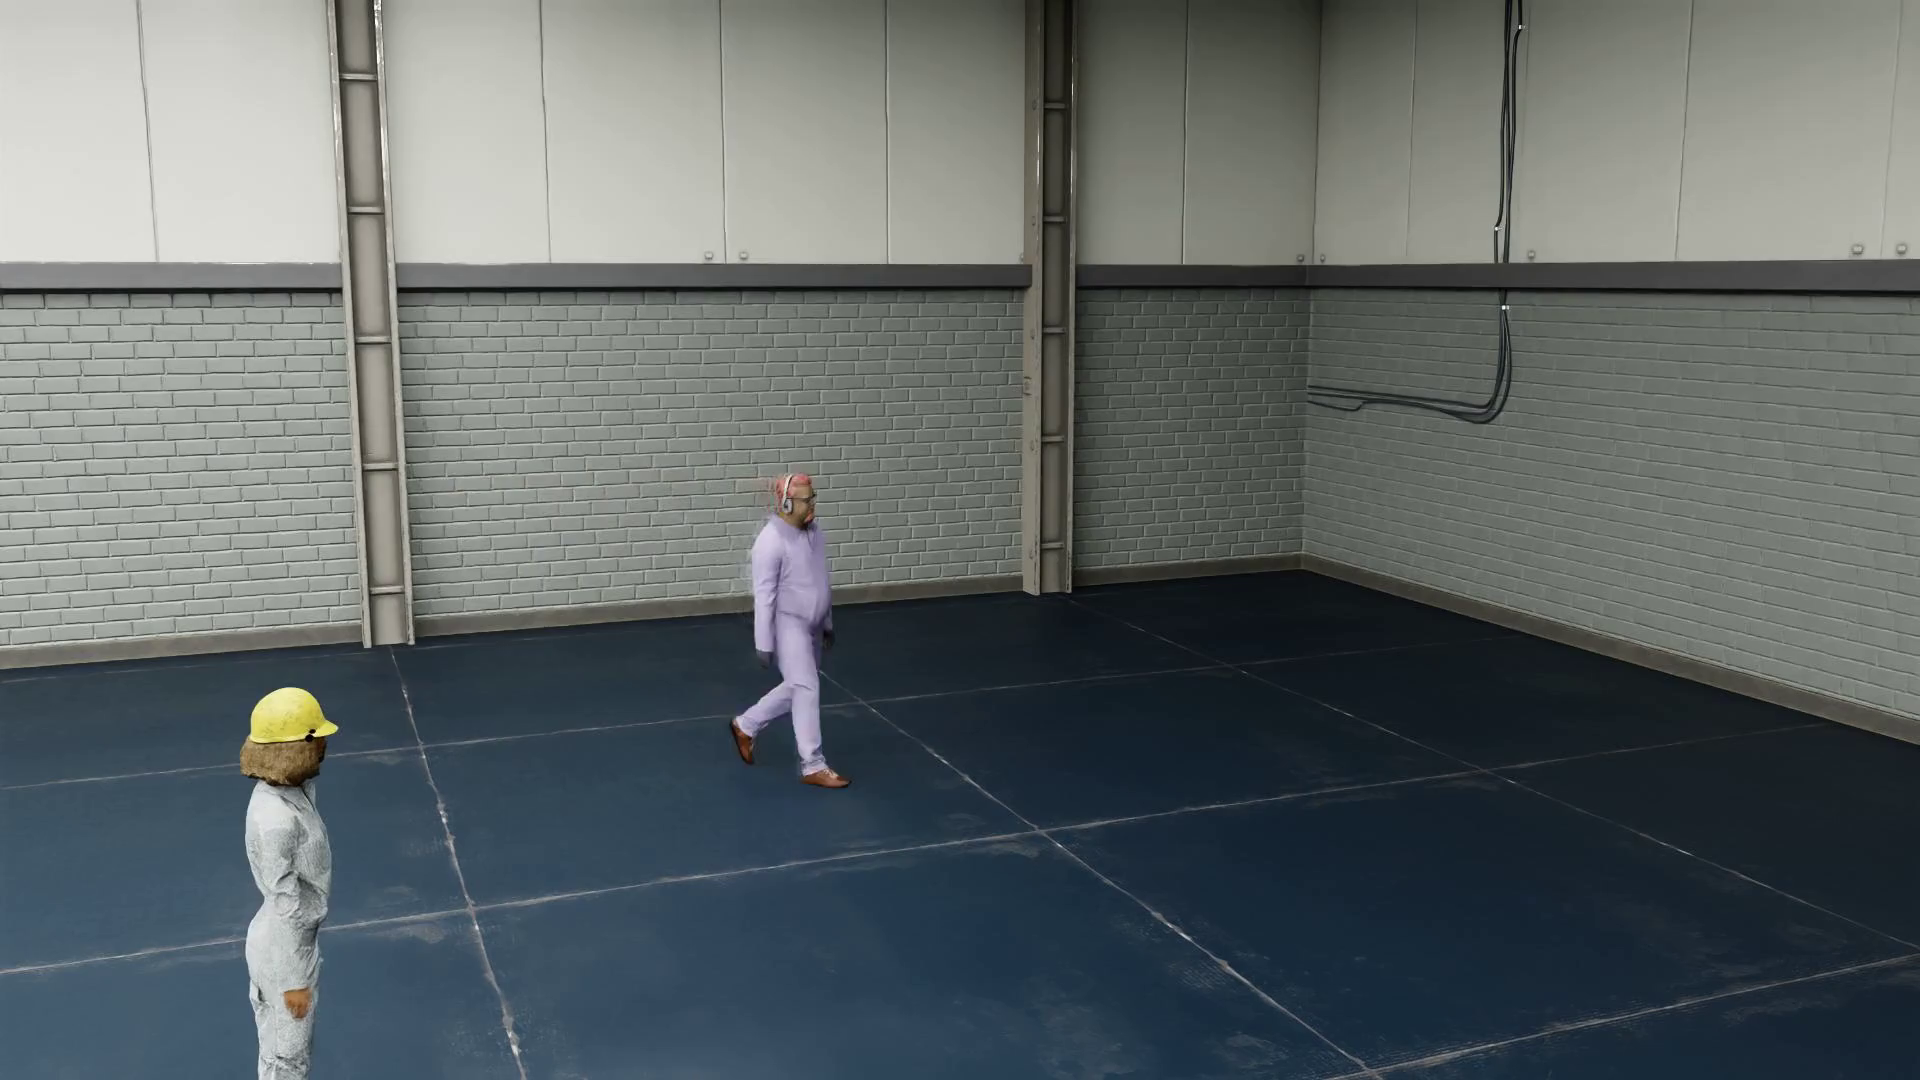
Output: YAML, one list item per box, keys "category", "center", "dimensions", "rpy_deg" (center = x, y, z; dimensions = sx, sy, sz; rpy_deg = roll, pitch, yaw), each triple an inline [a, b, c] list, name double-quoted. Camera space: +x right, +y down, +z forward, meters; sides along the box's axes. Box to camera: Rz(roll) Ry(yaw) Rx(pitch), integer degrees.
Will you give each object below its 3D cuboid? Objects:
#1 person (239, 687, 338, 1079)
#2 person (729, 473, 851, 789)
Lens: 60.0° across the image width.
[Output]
- category: "person"
  center: [-2.117, 1.325, 5.329]
  dimensions: [0.312, 1.744, 0.487]
  rpy_deg: [-3, 10, -20]
- category: "person"
  center: [-1.036, 0.522, 9.940]
  dimensions: [0.815, 1.884, 0.646]
  rpy_deg: [3, 10, 20]
